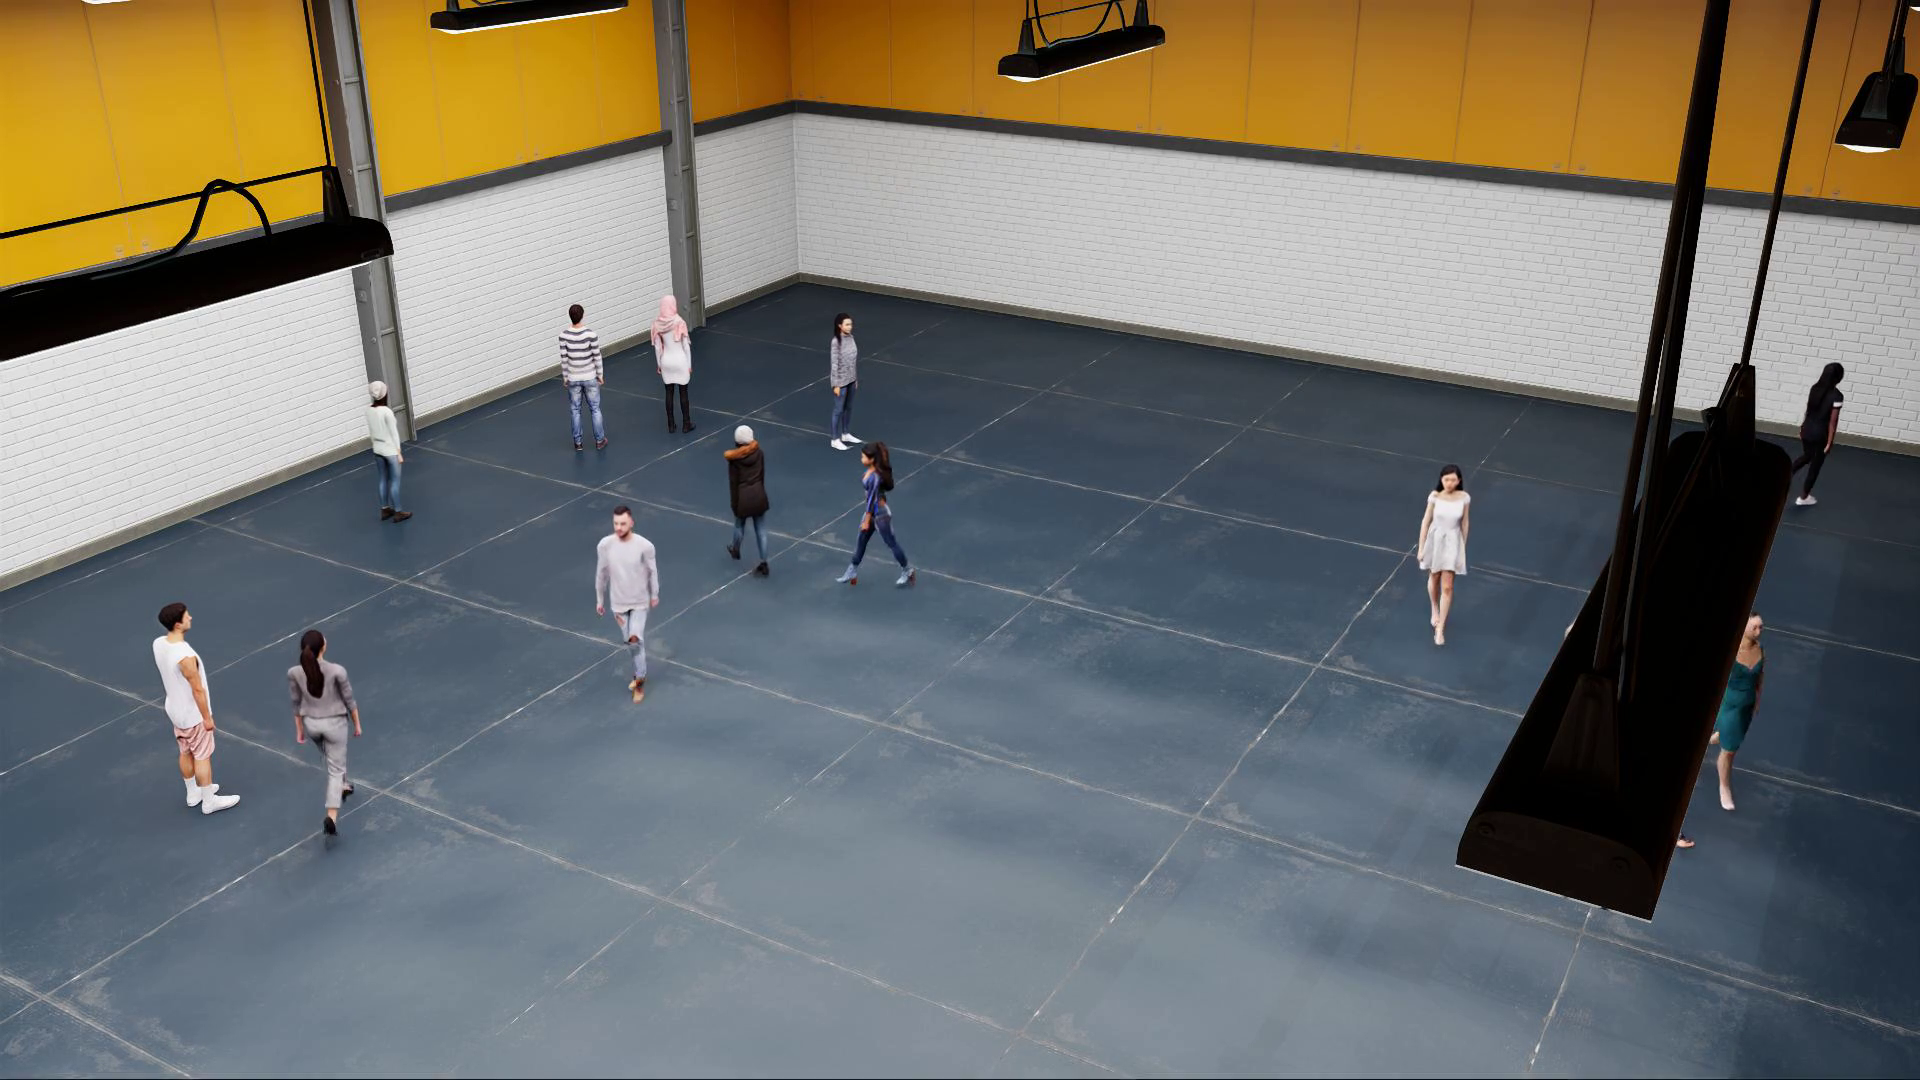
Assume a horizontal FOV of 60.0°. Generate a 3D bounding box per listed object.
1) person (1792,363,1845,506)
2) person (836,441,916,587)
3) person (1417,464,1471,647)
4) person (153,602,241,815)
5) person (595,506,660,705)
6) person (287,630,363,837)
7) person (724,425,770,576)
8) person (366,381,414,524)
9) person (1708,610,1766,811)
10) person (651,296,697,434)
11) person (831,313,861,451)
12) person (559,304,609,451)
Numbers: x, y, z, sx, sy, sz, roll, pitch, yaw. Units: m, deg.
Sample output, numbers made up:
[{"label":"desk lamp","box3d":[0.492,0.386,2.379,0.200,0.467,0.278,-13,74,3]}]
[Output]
[{"label":"person","box3d":[9.753,-1.194,19.053,0.974,1.730,0.901,-8,25,-18]},{"label":"person","box3d":[-0.763,-0.227,17.029,1.115,1.579,1.049,-6,24,-14]},{"label":"person","box3d":[4.684,0.066,16.147,0.778,1.749,1.017,6,24,13]},{"label":"person","box3d":[-6.137,1.331,13.207,0.669,1.786,0.587,17,29,34]},{"label":"person","box3d":[-2.971,0.505,15.056,0.814,1.819,0.888,5,24,11]},{"label":"person","box3d":[-4.948,1.525,12.944,1.005,1.642,1.188,-1,24,-1]},{"label":"person","box3d":[-2.162,-0.389,17.370,1.028,1.603,0.990,-13,27,-27]},{"label":"person","box3d":[-6.457,-1.009,18.733,0.549,1.647,0.479,13,27,27]},{"label":"person","box3d":[6.193,1.314,13.399,0.930,1.663,1.019,-5,24,-11]},{"label":"person","box3d":[-3.677,-2.261,21.402,0.722,1.803,0.726,3,24,6]},{"label":"person","box3d":[-1.463,-2.020,20.941,0.674,1.732,0.448,13,27,28]},{"label":"person","box3d":[-4.741,-2.045,20.849,0.720,1.852,0.736,-3,24,-6]}]
